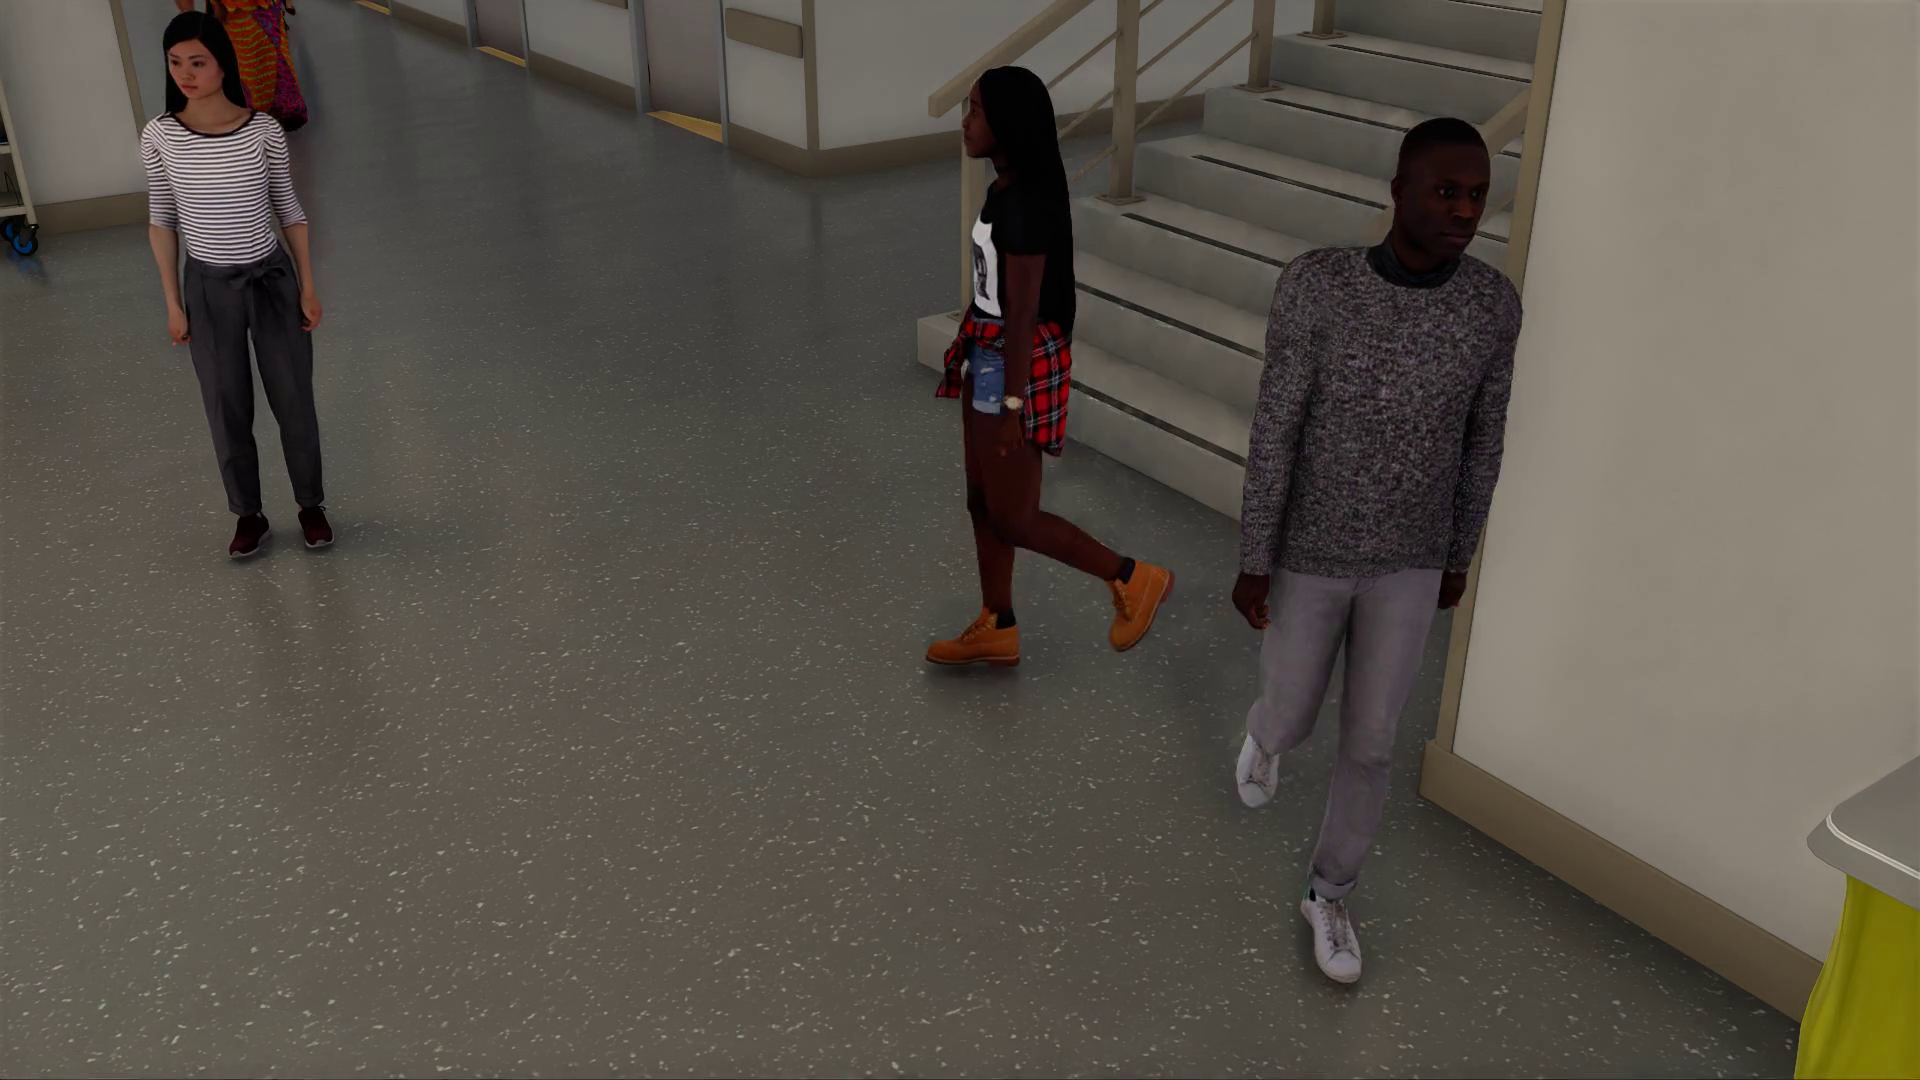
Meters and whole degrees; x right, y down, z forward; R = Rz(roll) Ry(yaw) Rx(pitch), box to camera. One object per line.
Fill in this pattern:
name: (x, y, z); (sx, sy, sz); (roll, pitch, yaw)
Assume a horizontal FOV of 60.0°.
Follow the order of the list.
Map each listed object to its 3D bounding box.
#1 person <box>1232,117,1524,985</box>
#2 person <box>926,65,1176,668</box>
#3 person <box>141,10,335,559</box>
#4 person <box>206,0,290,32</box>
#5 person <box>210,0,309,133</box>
person: (0.828, 0.009, 3.538); (1.046, 1.813, 1.063); (0, 26, 1)
person: (0.240, -0.384, 4.476); (1.016, 1.707, 0.851); (-3, 26, -7)
person: (-2.268, -0.781, 5.266); (0.565, 1.735, 0.724); (-8, 27, -17)
person: (-6.369, -5.299, 14.661); (1.190, 1.712, 0.987); (-3, 26, -6)
person: (-4.850, -3.646, 11.308); (1.148, 1.648, 0.827); (-12, 28, -23)
